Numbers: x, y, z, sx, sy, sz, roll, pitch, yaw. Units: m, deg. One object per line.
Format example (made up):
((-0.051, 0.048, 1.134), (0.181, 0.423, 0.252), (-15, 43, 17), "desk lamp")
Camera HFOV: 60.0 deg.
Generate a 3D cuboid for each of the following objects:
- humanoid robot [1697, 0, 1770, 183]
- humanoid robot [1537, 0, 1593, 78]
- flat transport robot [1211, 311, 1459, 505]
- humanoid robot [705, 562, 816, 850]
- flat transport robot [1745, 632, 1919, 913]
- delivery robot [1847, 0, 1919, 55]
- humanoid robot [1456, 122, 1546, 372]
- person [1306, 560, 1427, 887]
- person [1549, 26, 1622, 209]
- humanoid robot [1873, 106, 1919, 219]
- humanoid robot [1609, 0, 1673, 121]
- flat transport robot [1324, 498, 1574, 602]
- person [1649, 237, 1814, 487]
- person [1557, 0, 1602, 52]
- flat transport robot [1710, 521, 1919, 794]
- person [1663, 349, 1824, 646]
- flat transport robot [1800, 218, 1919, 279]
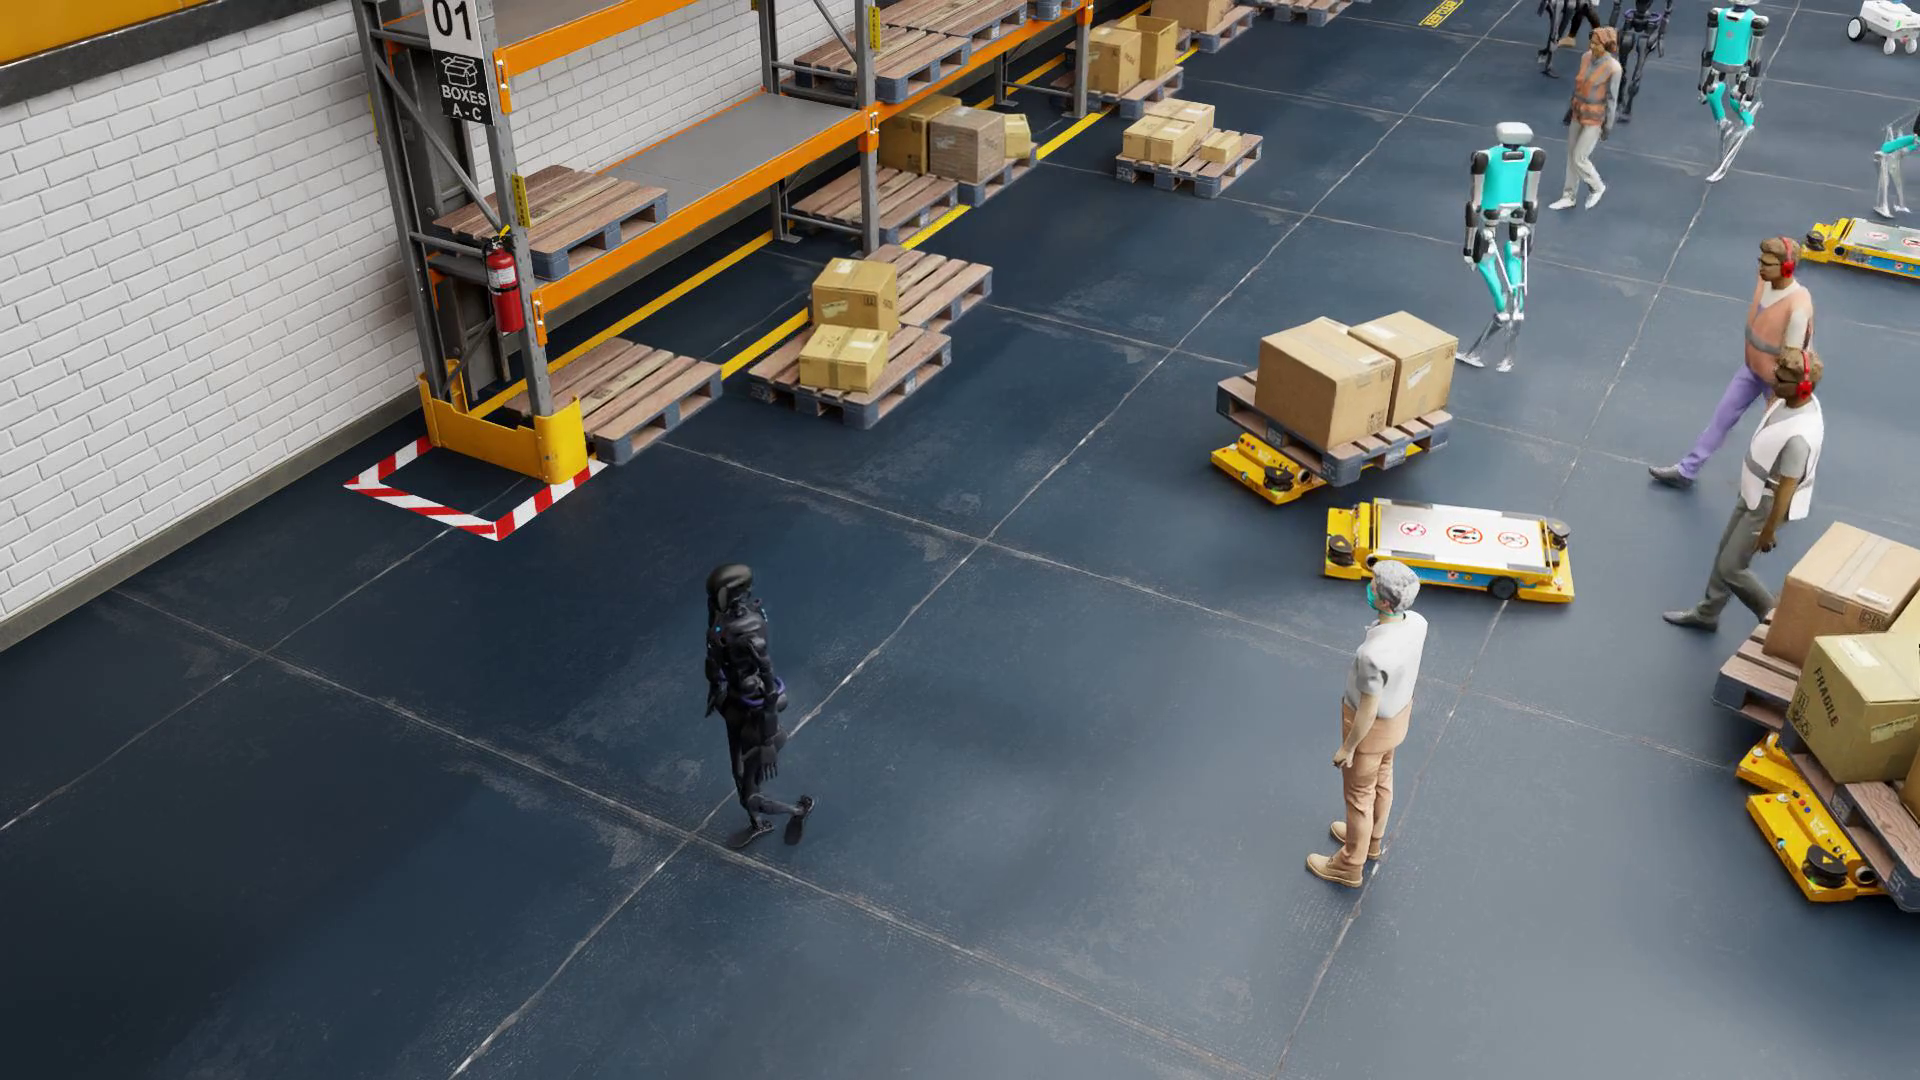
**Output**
((7.031, -4.083, 15.059), (0.848, 1.866, 0.549), (-26, 41, -33), "humanoid robot")
((6.449, -5.808, 17.718), (0.594, 1.646, 0.734), (-4, 34, -6), "humanoid robot")
((2.443, -0.648, 11.129), (1.431, 0.231, 0.659), (-20, 38, -27), "flat transport robot")
((-0.960, 0.768, 7.708), (0.386, 1.642, 0.610), (-22, 39, -30), "humanoid robot")
((4.643, 1.412, 8.012), (1.431, 0.231, 0.659), (-2, 34, -3), "flat transport robot")
((10.429, -5.806, 18.691), (0.499, 0.614, 0.808), (-5, 34, -8), "delivery robot")
((3.902, -2.020, 11.869), (0.539, 1.759, 0.778), (-4, 34, -7), "humanoid robot")
((1.865, 0.832, 7.549), (0.319, 1.747, 0.478), (23, 40, 30), "person")
((5.436, -3.638, 14.416), (0.378, 1.622, 0.528), (-9, 34, -13), "person")
((8.256, -3.624, 14.285), (0.540, 1.762, 0.736), (-20, 38, -28), "humanoid robot")
((6.693, -5.017, 16.473), (0.608, 1.635, 0.646), (22, 39, 29), "humanoid robot")
((2.951, 0.053, 10.068), (1.431, 0.231, 0.659), (7, 34, 10), "flat transport robot")
((5.047, -1.037, 10.344), (0.952, 1.792, 0.624), (-1, 33, -1), "person")
((6.946, -6.187, 18.232), (0.450, 1.684, 0.640), (-1, 33, -2), "person")
((4.669, 0.968, 8.683), (0.659, 0.231, 1.431), (27, 42, 34), "flat transport robot")
((4.360, -0.202, 9.037), (0.604, 1.831, 0.566), (12, 35, 17), "person")
((7.771, -2.361, 13.719), (1.431, 0.231, 0.659), (20, 38, 27), "flat transport robot")
